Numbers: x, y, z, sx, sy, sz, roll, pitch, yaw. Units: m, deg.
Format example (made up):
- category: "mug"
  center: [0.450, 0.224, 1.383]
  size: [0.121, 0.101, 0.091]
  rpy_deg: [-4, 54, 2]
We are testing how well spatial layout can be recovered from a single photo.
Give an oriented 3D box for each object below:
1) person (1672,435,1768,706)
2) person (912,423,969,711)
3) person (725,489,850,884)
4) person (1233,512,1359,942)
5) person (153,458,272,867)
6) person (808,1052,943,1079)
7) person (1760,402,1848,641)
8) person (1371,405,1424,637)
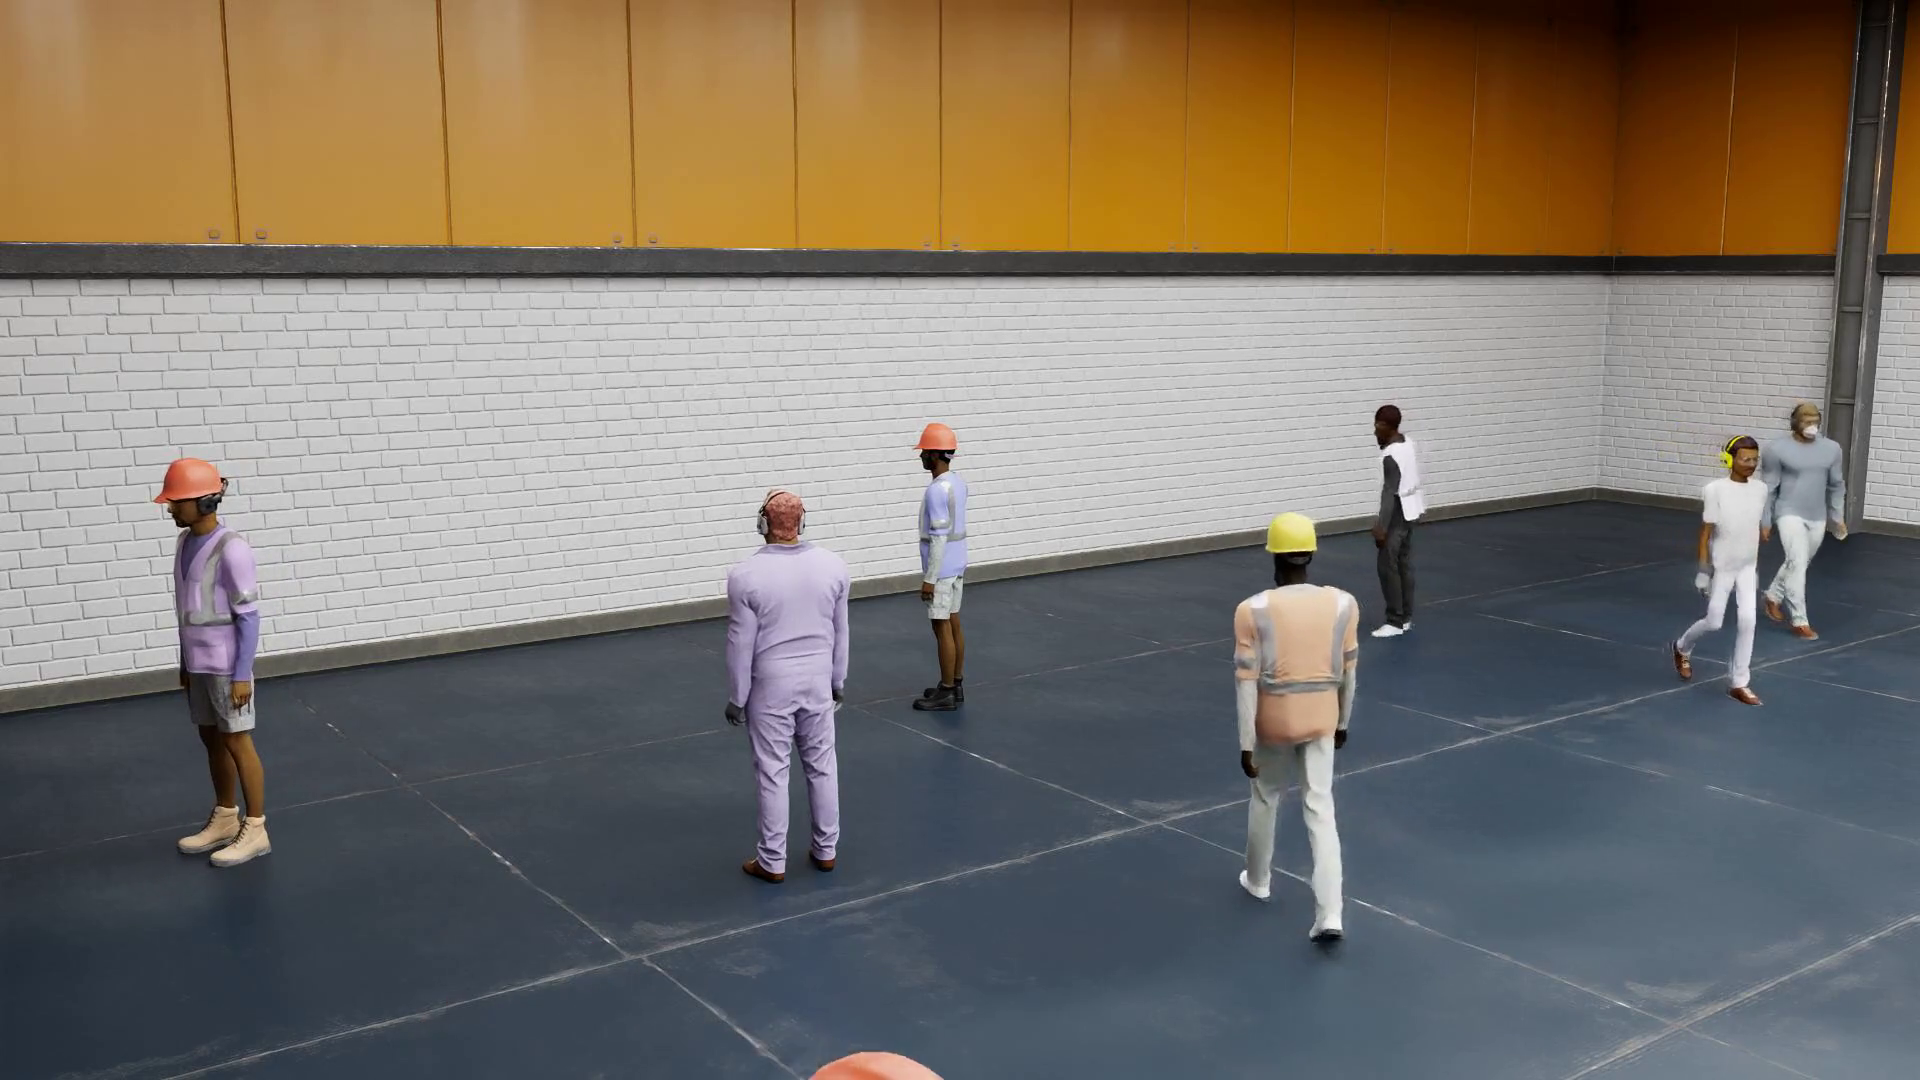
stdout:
- category: "person"
  center: [5.302, 0.176, 11.536]
  size: [0.515, 1.842, 0.805]
  rpy_deg: [-2, 9, -11]
- category: "person"
  center: [-0.140, 0.183, 11.170]
  size: [0.360, 1.939, 0.543]
  rpy_deg: [3, 10, 16]
- category: "person"
  center: [-0.845, 0.702, 8.065]
  size: [0.636, 1.911, 0.404]
  rpy_deg: [-5, 11, -30]
- category: "person"
  center: [1.512, 0.817, 7.449]
  size: [0.592, 1.886, 0.970]
  rpy_deg: [-1, 9, -5]
- category: "person"
  center: [-3.727, 0.604, 8.259]
  size: [0.615, 2.038, 0.395]
  rpy_deg: [7, 12, 38]
- category: "person"
  center: [-0.181, 1.607, 2.139]
  size: [0.548, 2.018, 0.641]
  rpy_deg: [8, 12, 41]
- category: "person"
  center: [6.842, -0.191, 13.618]
  size: [0.633, 1.906, 0.979]
  rpy_deg: [-1, 9, -4]
- category: "person"
  center: [3.570, -0.162, 13.513]
  size: [0.372, 1.886, 0.732]
  rpy_deg: [4, 10, 25]
